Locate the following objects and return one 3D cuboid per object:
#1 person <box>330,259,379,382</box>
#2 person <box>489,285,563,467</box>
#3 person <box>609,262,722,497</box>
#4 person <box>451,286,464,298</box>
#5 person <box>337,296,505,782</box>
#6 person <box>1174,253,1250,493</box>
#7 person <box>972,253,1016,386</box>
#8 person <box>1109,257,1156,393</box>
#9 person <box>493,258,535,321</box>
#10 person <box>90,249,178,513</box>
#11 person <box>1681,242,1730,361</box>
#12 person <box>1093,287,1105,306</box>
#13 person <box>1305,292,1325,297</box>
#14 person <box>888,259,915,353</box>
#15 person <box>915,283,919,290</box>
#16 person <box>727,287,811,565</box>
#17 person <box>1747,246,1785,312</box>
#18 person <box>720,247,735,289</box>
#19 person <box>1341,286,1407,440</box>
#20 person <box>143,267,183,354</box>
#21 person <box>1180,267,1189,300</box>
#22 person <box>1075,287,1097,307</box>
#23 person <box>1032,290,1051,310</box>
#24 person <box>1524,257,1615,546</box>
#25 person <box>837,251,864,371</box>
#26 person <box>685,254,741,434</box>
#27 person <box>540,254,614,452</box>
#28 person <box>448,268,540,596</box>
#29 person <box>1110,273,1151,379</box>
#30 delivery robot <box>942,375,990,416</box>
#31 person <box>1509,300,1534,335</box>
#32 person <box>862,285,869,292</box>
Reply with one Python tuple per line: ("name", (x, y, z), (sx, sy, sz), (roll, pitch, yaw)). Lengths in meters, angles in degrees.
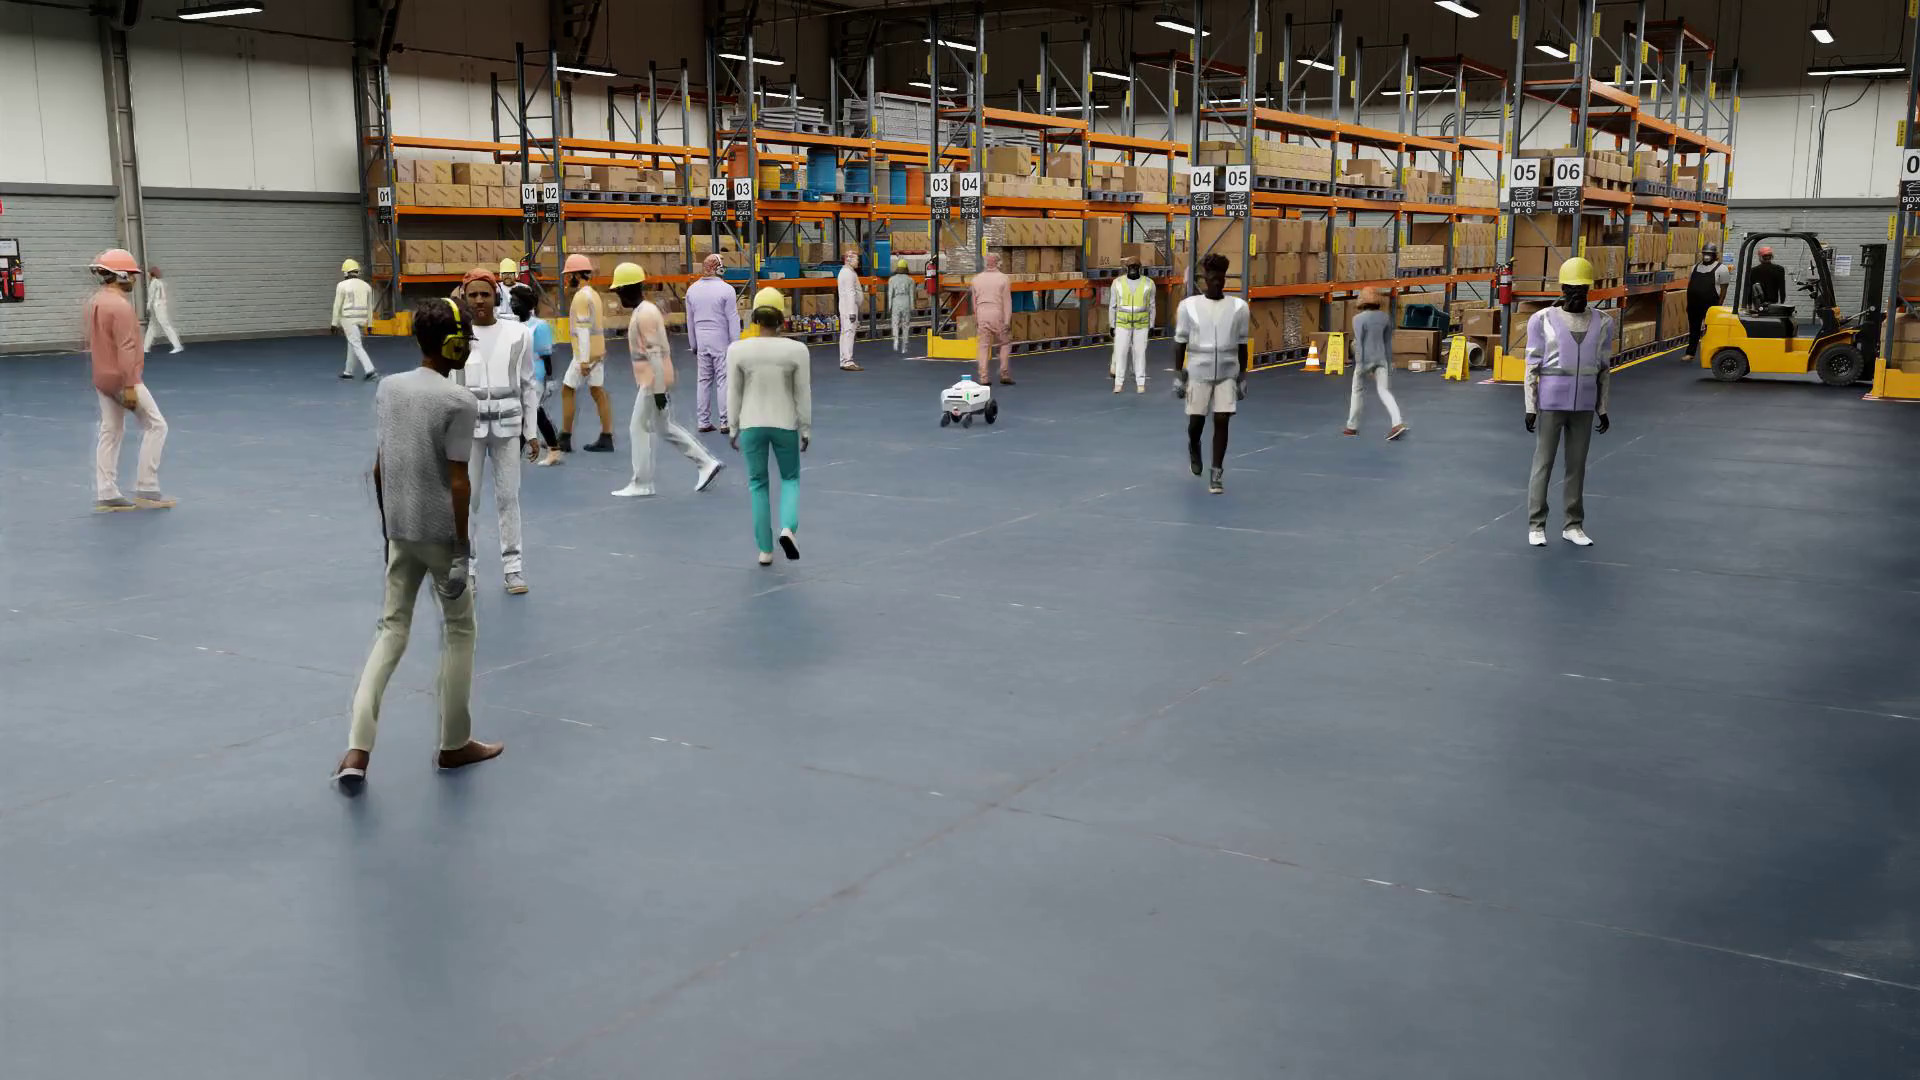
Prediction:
("person", (-8.846, -3.203, 24.339), (0.901, 1.800, 0.590), (5, 11, 25))
("person", (-3.875, -1.433, 14.803), (0.549, 1.639, 0.886), (8, 13, 39))
("person", (-2.373, -1.284, 13.359), (0.836, 1.884, 0.606), (-2, 10, -10))
("person", (-4.929, -1.699, 16.419), (0.504, 1.612, 0.645), (1, 10, 8))
("person", (-2.070, 0.015, 6.231), (0.537, 1.833, 0.679), (5, 11, 24))
("person", (2.065, -1.378, 13.662), (0.617, 1.948, 0.701), (0, 10, 1))
("person", (0.512, -3.125, 23.656), (0.658, 1.880, 0.743), (6, 12, 29))
("person", (2.329, -2.900, 22.497), (0.634, 1.839, 0.429), (1, 10, 6))
("person", (-5.642, -2.614, 20.914), (0.601, 1.830, 0.404), (-3, 11, -17))
("person", (-6.280, -1.200, 12.583), (0.642, 1.969, 0.693), (9, 14, 42))
("person", (12.698, -4.053, 28.390), (0.537, 2.000, 0.682), (-9, 13, -40))
("person", (3.077, -5.706, 38.520), (0.574, 1.726, 0.510), (4, 11, 23))
("person", (7.885, -5.459, 36.654), (0.643, 1.905, 0.399), (7, 12, 35))
("person", (-1.070, -4.326, 30.771), (0.506, 1.731, 0.375), (1, 10, 4))
("person", (-1.400, -7.624, 48.640), (0.676, 1.967, 1.069), (10, 14, 44))
("person", (-1.198, -0.703, 10.441), (0.524, 1.755, 0.394), (-1, 10, -6))
("person", (14.490, -4.291, 29.913), (0.644, 1.970, 0.448), (6, 12, 31))
("person", (-6.003, -6.556, 42.759), (0.597, 1.915, 0.370), (7, 12, 35))
("person", (4.319, -1.834, 17.247), (0.507, 1.584, 0.873), (-5, 11, -24))
("person", (-14.718, -4.202, 30.473), (0.853, 1.594, 0.524), (-3, 11, -18))
("person", (4.400, -4.508, 31.618), (0.386, 1.809, 0.672), (9, 14, 42))
("person", (2.765, -5.312, 36.543), (0.562, 1.635, 0.876), (4, 11, 19))
("person", (1.790, -5.437, 36.448), (0.373, 1.935, 0.627), (-8, 13, -38))
("person", (4.070, -0.915, 11.135), (0.588, 1.927, 0.370), (-1, 10, -3))
("person", (-1.738, -3.656, 26.553), (0.399, 1.905, 0.643), (-2, 10, -13))
("person", (-2.594, -2.086, 17.748), (0.651, 1.907, 0.409), (6, 12, 29))
("person", (-3.741, -1.795, 16.107), (0.823, 1.906, 0.582), (1, 10, 5))
("person", (-2.718, -0.612, 9.558), (0.583, 1.882, 0.337), (-4, 11, -21))
("person", (2.562, -3.196, 24.808), (0.704, 1.608, 0.514), (-2, 10, -13))
("delivery robot", (0.071, -1.595, 18.521), (0.477, 0.478, 0.707), (4, 11, 21))
("person", (10.576, -4.608, 31.499), (0.616, 2.039, 0.387), (8, 13, 38))
("person", (-2.633, -7.254, 46.849), (0.540, 1.853, 0.489), (7, 12, 34))
